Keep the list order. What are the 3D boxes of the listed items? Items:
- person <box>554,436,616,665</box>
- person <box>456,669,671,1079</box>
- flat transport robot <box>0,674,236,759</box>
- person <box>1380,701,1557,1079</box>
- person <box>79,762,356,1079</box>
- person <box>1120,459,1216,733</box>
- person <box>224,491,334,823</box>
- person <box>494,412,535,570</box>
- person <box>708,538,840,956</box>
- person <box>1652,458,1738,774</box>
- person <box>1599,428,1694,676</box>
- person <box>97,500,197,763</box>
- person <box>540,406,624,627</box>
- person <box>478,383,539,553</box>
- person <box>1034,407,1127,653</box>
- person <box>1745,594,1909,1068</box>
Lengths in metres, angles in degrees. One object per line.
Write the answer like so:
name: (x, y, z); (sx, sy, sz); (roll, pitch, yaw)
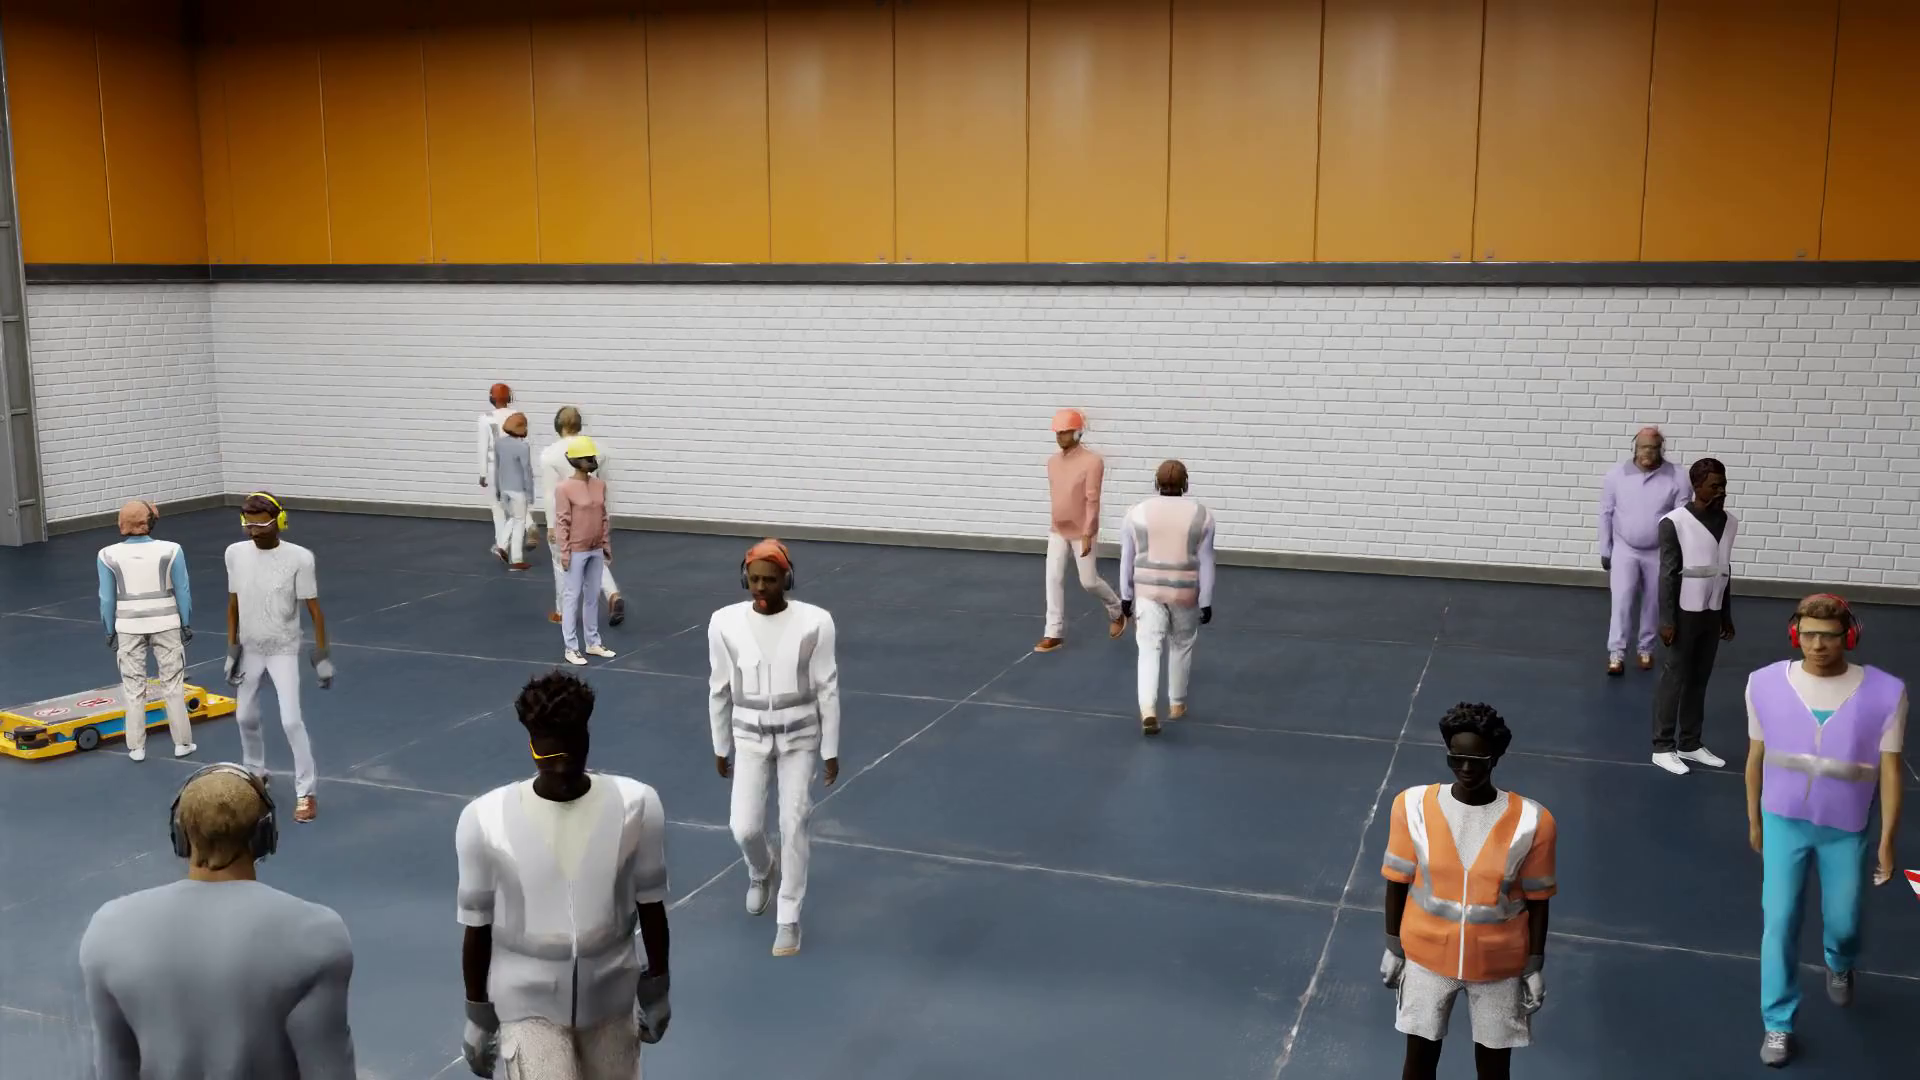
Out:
person: (-2.918, 0.075, 12.943); (0.304, 1.772, 0.526); (5, 11, 30)
person: (-1.169, 1.297, 4.916); (0.610, 1.926, 0.852); (-4, 10, -22)
flat transport robot: (-5.615, 1.143, 10.955); (0.652, 0.197, 1.431); (6, 11, 32)
person: (1.607, 1.342, 5.312); (0.540, 1.696, 0.316); (3, 10, 20)
person: (-1.746, 1.468, 3.960); (0.630, 1.896, 1.019); (-1, 9, -8)
person: (1.372, 0.360, 11.050); (0.634, 1.810, 0.899); (2, 9, 11)
person: (-3.848, 0.627, 9.284); (0.745, 1.848, 0.535); (1, 9, 5)
person: (-4.520, -0.493, 16.927); (0.524, 1.615, 0.357); (6, 11, 34)
person: (-0.826, 0.905, 7.497); (0.590, 1.873, 0.486); (0, 9, 1)
person: (4.486, 0.451, 10.157); (0.589, 1.917, 0.389); (-5, 10, -27)
person: (5.120, 0.102, 12.456); (0.661, 1.866, 0.927); (4, 10, 23)
person: (-5.029, 0.565, 10.307); (0.512, 1.638, 0.312); (-3, 10, -19)
person: (-3.214, -0.182, 14.117); (0.847, 1.916, 0.640); (9, 13, 44)
person: (-4.832, -0.746, 17.785); (0.577, 1.859, 0.663); (-9, 13, -44)
person: (0.974, -0.096, 13.401); (0.602, 1.970, 0.859); (9, 13, 43)
person: (3.353, 1.088, 6.502); (0.574, 1.820, 0.719); (6, 11, 31)
